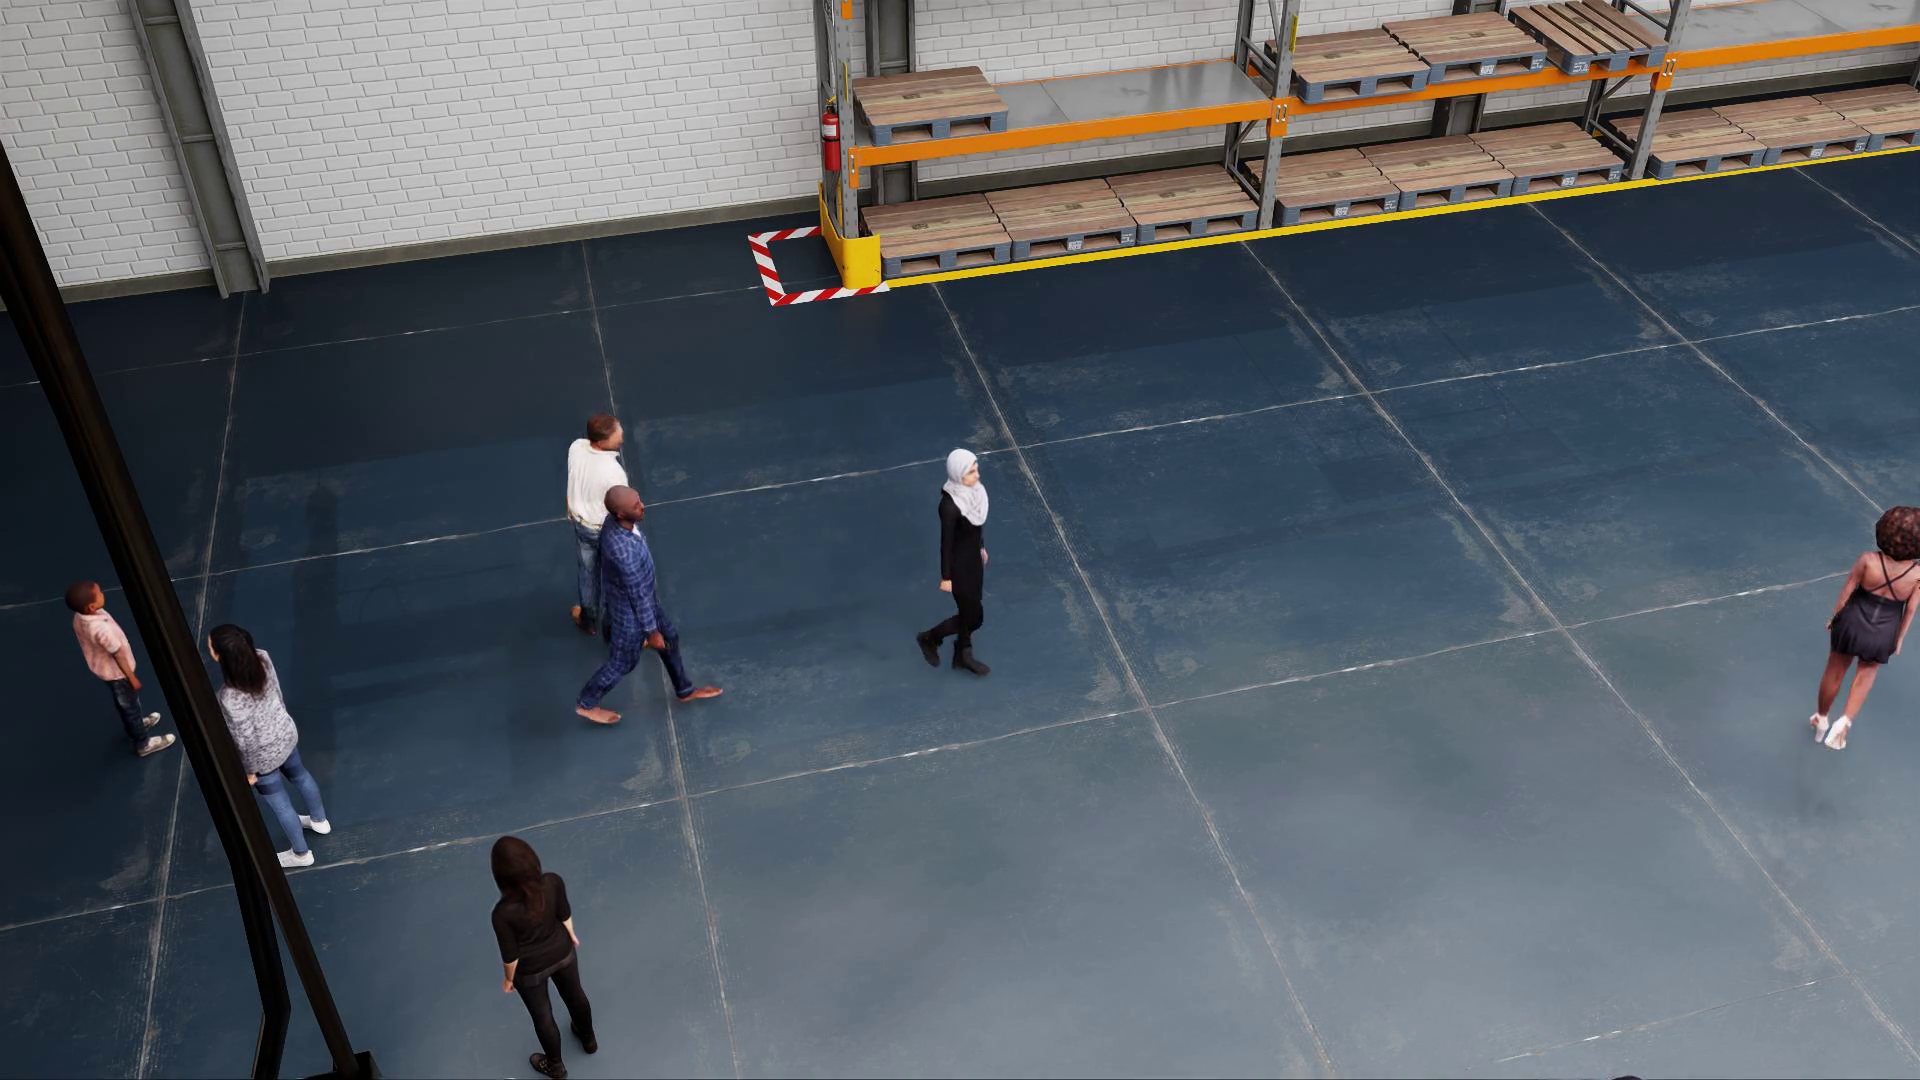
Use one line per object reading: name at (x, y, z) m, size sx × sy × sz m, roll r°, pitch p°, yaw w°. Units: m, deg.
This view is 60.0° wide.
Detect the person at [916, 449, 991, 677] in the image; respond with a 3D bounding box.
person at (-0.063, 0.150, 10.508) m, size 0.862 × 1.769 × 0.792 m, roll 14°, pitch 41°, yaw 17°

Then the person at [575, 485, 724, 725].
person at (-2.081, 0.433, 10.146) m, size 1.172 × 1.778 × 0.725 m, roll -6°, pitch 39°, yaw -7°

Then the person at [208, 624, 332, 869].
person at (-3.873, 1.136, 9.304) m, size 0.654 × 1.733 × 0.677 m, roll 5°, pitch 39°, yaw 6°

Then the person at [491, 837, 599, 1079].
person at (-2.056, 2.067, 8.211) m, size 0.710 × 1.640 × 0.601 m, roll 31°, pitch 48°, yaw 33°

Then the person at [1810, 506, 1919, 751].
person at (5.404, 0.601, 9.936) m, size 0.802 × 1.779 × 0.853 m, roll 17°, pitch 42°, yaw 20°

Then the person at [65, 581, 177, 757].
person at (-5.149, 0.780, 10.089) m, size 0.607 × 1.307 × 0.657 m, roll 27°, pitch 46°, yaw 30°

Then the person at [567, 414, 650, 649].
person at (-2.397, -0.072, 10.746) m, size 0.921 × 1.819 × 0.871 m, roll 20°, pitch 43°, yaw 23°
